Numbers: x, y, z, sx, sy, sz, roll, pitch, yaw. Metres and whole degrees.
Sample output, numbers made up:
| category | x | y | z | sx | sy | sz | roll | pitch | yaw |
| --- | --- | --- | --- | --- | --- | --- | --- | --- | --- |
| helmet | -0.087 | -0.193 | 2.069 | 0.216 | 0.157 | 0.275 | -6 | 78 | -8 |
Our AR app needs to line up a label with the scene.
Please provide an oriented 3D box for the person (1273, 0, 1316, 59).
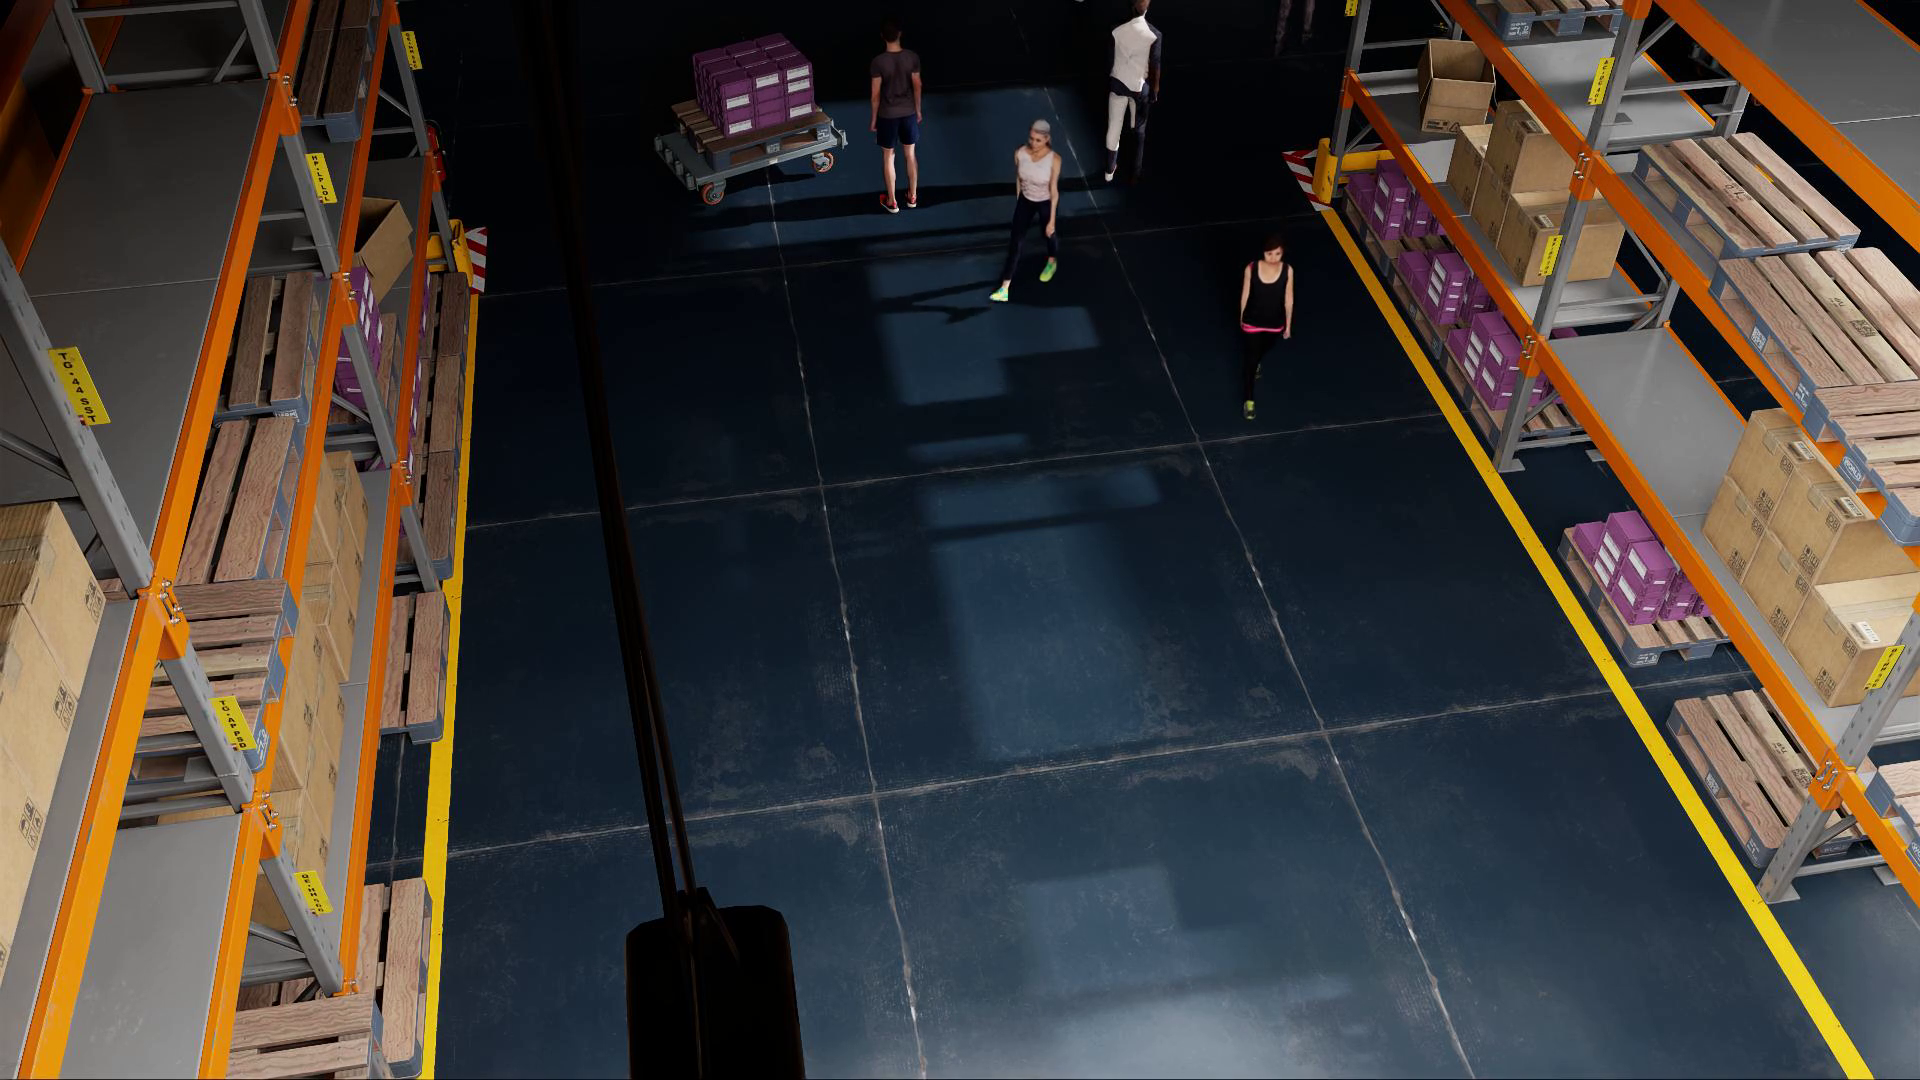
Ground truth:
| category | x | y | z | sx | sy | sz | roll | pitch | yaw |
| --- | --- | --- | --- | --- | --- | --- | --- | --- | --- |
| person | 3.428 | -5.808 | 17.205 | 0.900 | 1.694 | 0.952 | 26 | 49 | 25 |

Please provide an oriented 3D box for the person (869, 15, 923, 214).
| category | x | y | z | sx | sy | sz | roll | pitch | yaw |
| --- | --- | --- | --- | --- | --- | --- | --- | --- | --- |
| person | -0.578 | -3.837 | 15.022 | 0.697 | 1.851 | 0.610 | -15 | 46 | -16 |

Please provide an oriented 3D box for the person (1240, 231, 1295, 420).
| category | x | y | z | sx | sy | sz | roll | pitch | yaw |
| --- | --- | --- | --- | --- | --- | --- | --- | --- | --- |
| person | 2.404 | -1.794 | 13.119 | 0.699 | 1.518 | 1.074 | 1 | 44 | 1 |

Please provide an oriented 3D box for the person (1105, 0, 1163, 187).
| category | x | y | z | sx | sy | sz | roll | pitch | yaw |
| --- | --- | --- | --- | --- | --- | --- | --- | --- | --- |
| person | 1.569 | -4.181 | 15.353 | 0.759 | 1.892 | 0.757 | 12 | 45 | 13 |

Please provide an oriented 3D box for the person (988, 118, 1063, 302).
| category | x | y | z | sx | sy | sz | roll | pitch | yaw |
| --- | --- | --- | --- | --- | --- | --- | --- | --- | --- |
| person | 0.715 | -2.862 | 14.139 | 1.089 | 1.657 | 1.200 | 24 | 48 | 23 |
